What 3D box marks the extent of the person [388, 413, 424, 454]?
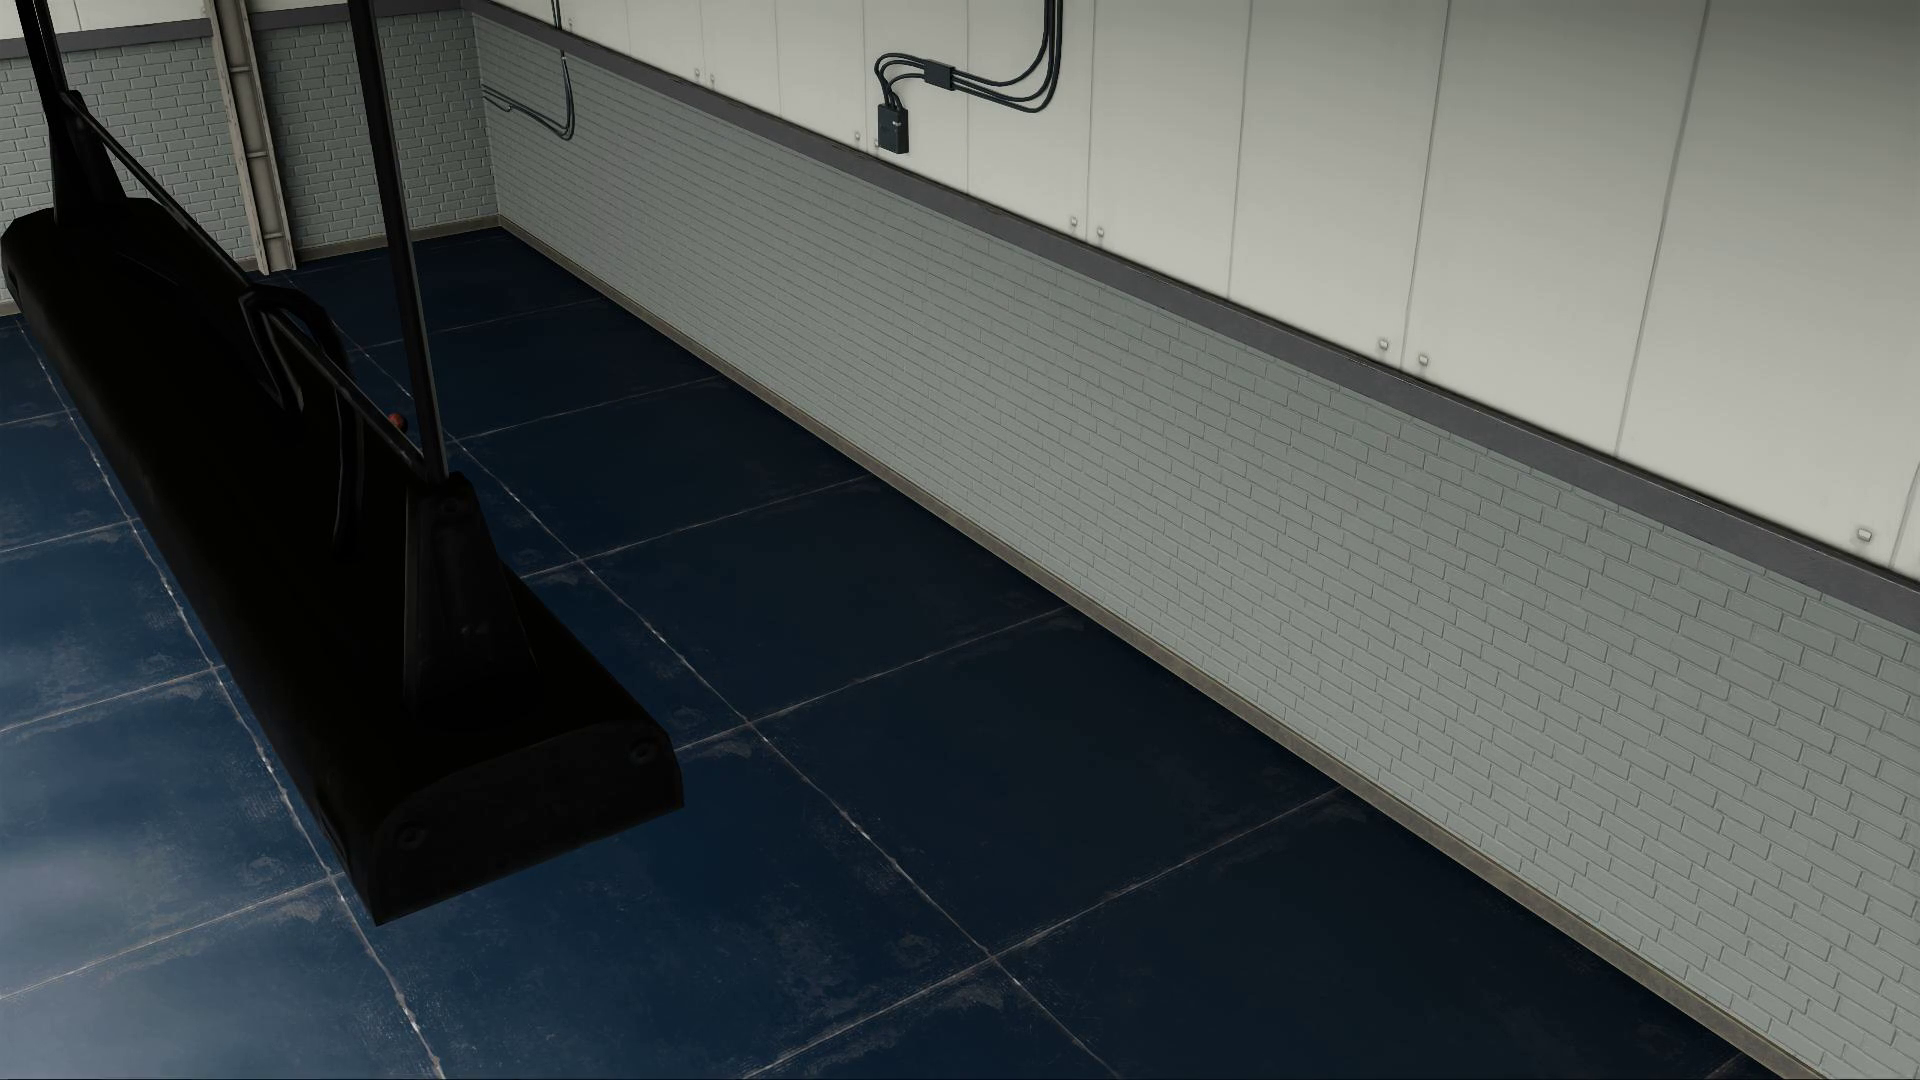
[{"bbox_3d":[-4.551,-0.372,13.706,0.494,1.438,0.630,-8,29,-14],"label":"person"}]
